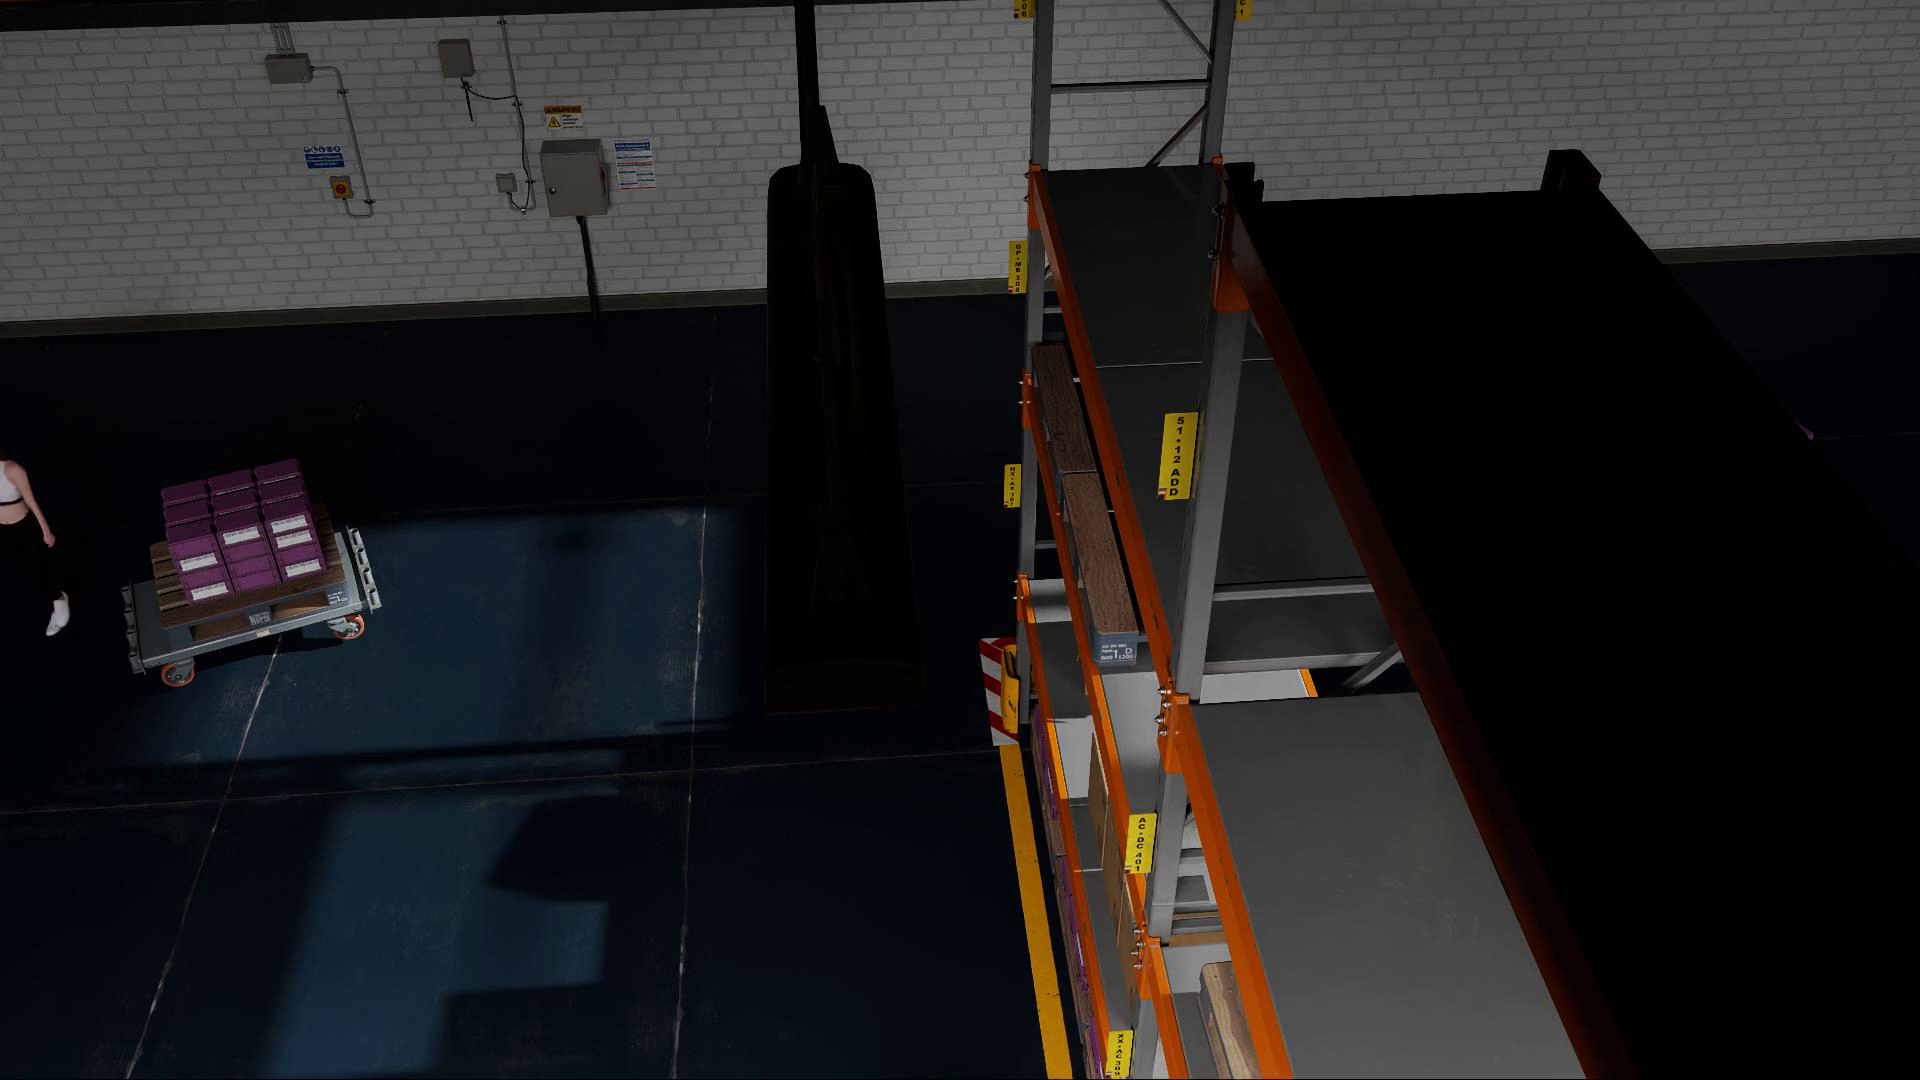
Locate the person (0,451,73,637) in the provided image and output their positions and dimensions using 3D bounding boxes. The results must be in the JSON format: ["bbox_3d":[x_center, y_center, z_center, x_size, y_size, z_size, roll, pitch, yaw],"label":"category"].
[{"bbox_3d":[-6.514,-0.099,11.584,0.629,1.735,0.614,0,39,0],"label":"person"}]
